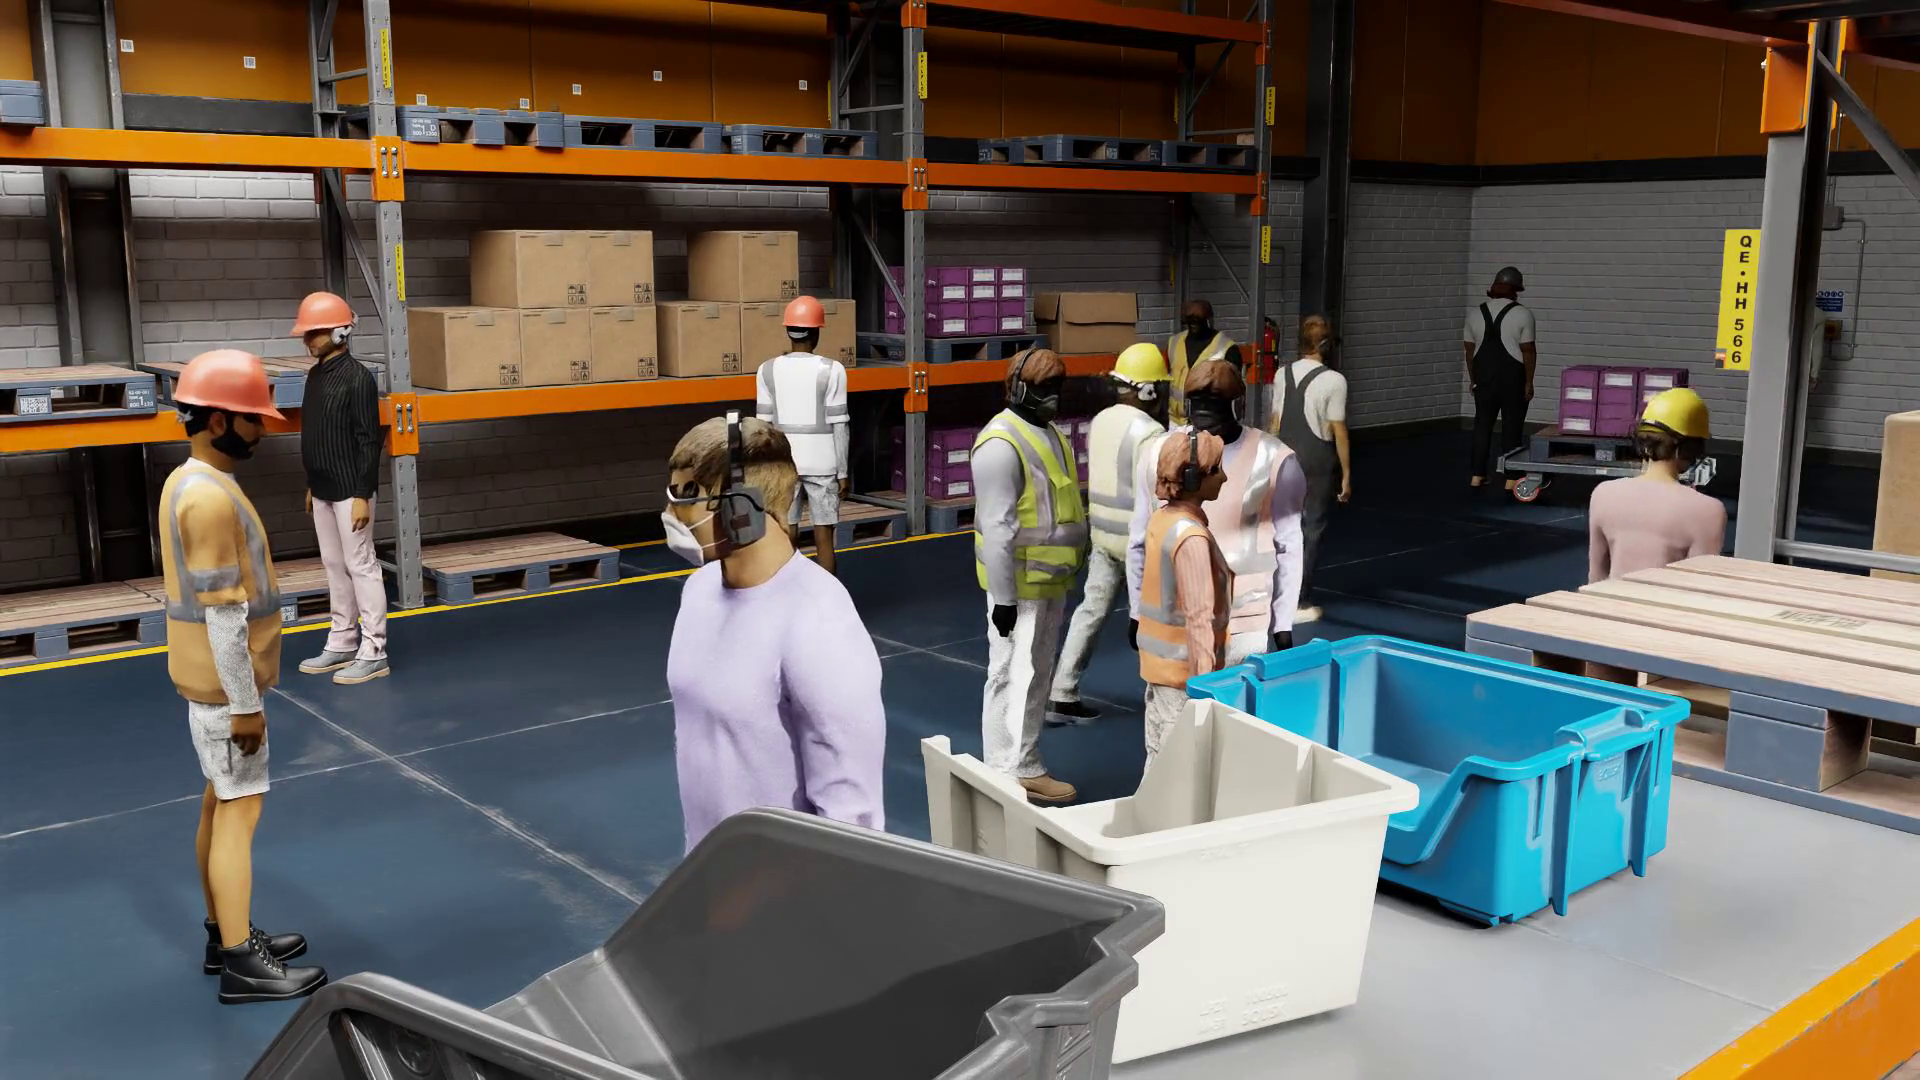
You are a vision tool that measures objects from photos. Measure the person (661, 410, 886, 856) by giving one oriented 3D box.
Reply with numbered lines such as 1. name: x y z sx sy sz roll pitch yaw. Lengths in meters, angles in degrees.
1. person: -0.366 0.716 3.172 0.362 1.935 0.631 -6 12 -32

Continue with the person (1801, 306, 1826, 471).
1. person: 8.125 -1.639 16.353 0.631 1.938 0.362 2 10 12

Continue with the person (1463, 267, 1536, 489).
1. person: 4.986 -1.492 15.244 0.536 2.000 0.676 -10 14 -43

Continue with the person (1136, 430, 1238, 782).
1. person: 0.732 0.457 5.453 0.306 1.640 0.522 -1 10 -6

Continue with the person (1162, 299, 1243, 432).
1. person: 1.813 -0.893 12.514 0.648 1.821 0.432 7 12 35

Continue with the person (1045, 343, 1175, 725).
1. person: 0.792 -0.018 7.717 0.924 1.786 0.611 -5 11 -27

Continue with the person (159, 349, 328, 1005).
1. person: -2.144 0.403 4.938 0.365 1.932 0.543 -6 12 -30

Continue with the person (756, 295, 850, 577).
1. person: -0.887 -0.425 9.554 0.545 1.939 0.374 2 10 13

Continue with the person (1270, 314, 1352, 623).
1. person: 2.088 -0.415 9.817 0.462 1.822 0.542 -8 13 -39

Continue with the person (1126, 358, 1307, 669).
1. person: 0.884 0.274 5.917 0.634 1.840 0.429 5 11 24

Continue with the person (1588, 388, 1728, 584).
1. person: 2.402 0.354 5.731 0.570 1.751 0.534 -8 13 -38

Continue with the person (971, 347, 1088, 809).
1. person: 0.278 0.174 6.478 0.429 1.839 0.633 4 11 22

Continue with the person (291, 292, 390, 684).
1. person: -3.180 -0.266 8.513 0.610 1.993 0.380 9 13 41
